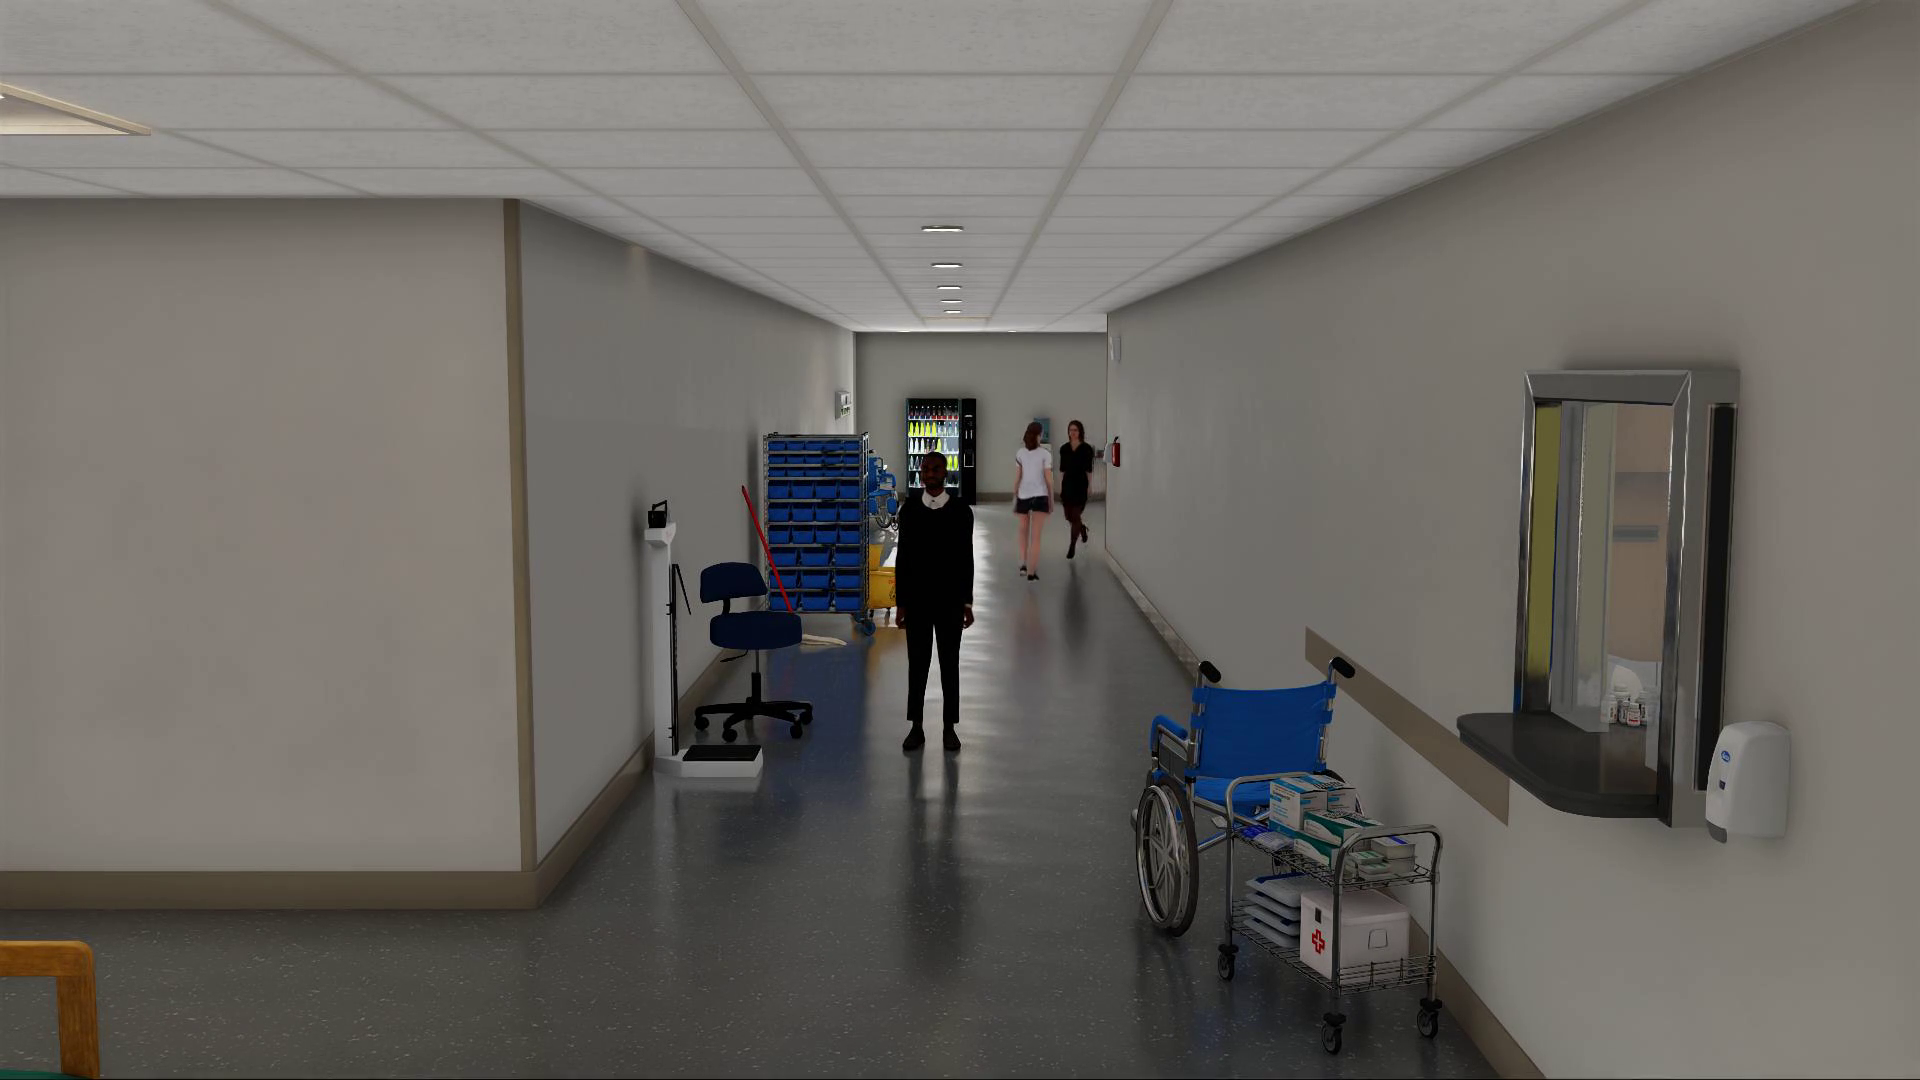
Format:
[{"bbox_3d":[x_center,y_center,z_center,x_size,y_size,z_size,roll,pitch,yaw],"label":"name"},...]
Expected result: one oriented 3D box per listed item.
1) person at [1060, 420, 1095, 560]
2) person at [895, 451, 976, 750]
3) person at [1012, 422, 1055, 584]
[{"bbox_3d":[1.457,-0.621,20.489,0.942,1.684,0.872,2,6,20],"label":"person"},{"bbox_3d":[-0.156,0.356,10.153,0.462,1.809,0.690,0,6,1],"label":"person"},{"bbox_3d":[0.760,-0.393,17.951,0.655,1.737,0.725,1,6,14],"label":"person"}]
